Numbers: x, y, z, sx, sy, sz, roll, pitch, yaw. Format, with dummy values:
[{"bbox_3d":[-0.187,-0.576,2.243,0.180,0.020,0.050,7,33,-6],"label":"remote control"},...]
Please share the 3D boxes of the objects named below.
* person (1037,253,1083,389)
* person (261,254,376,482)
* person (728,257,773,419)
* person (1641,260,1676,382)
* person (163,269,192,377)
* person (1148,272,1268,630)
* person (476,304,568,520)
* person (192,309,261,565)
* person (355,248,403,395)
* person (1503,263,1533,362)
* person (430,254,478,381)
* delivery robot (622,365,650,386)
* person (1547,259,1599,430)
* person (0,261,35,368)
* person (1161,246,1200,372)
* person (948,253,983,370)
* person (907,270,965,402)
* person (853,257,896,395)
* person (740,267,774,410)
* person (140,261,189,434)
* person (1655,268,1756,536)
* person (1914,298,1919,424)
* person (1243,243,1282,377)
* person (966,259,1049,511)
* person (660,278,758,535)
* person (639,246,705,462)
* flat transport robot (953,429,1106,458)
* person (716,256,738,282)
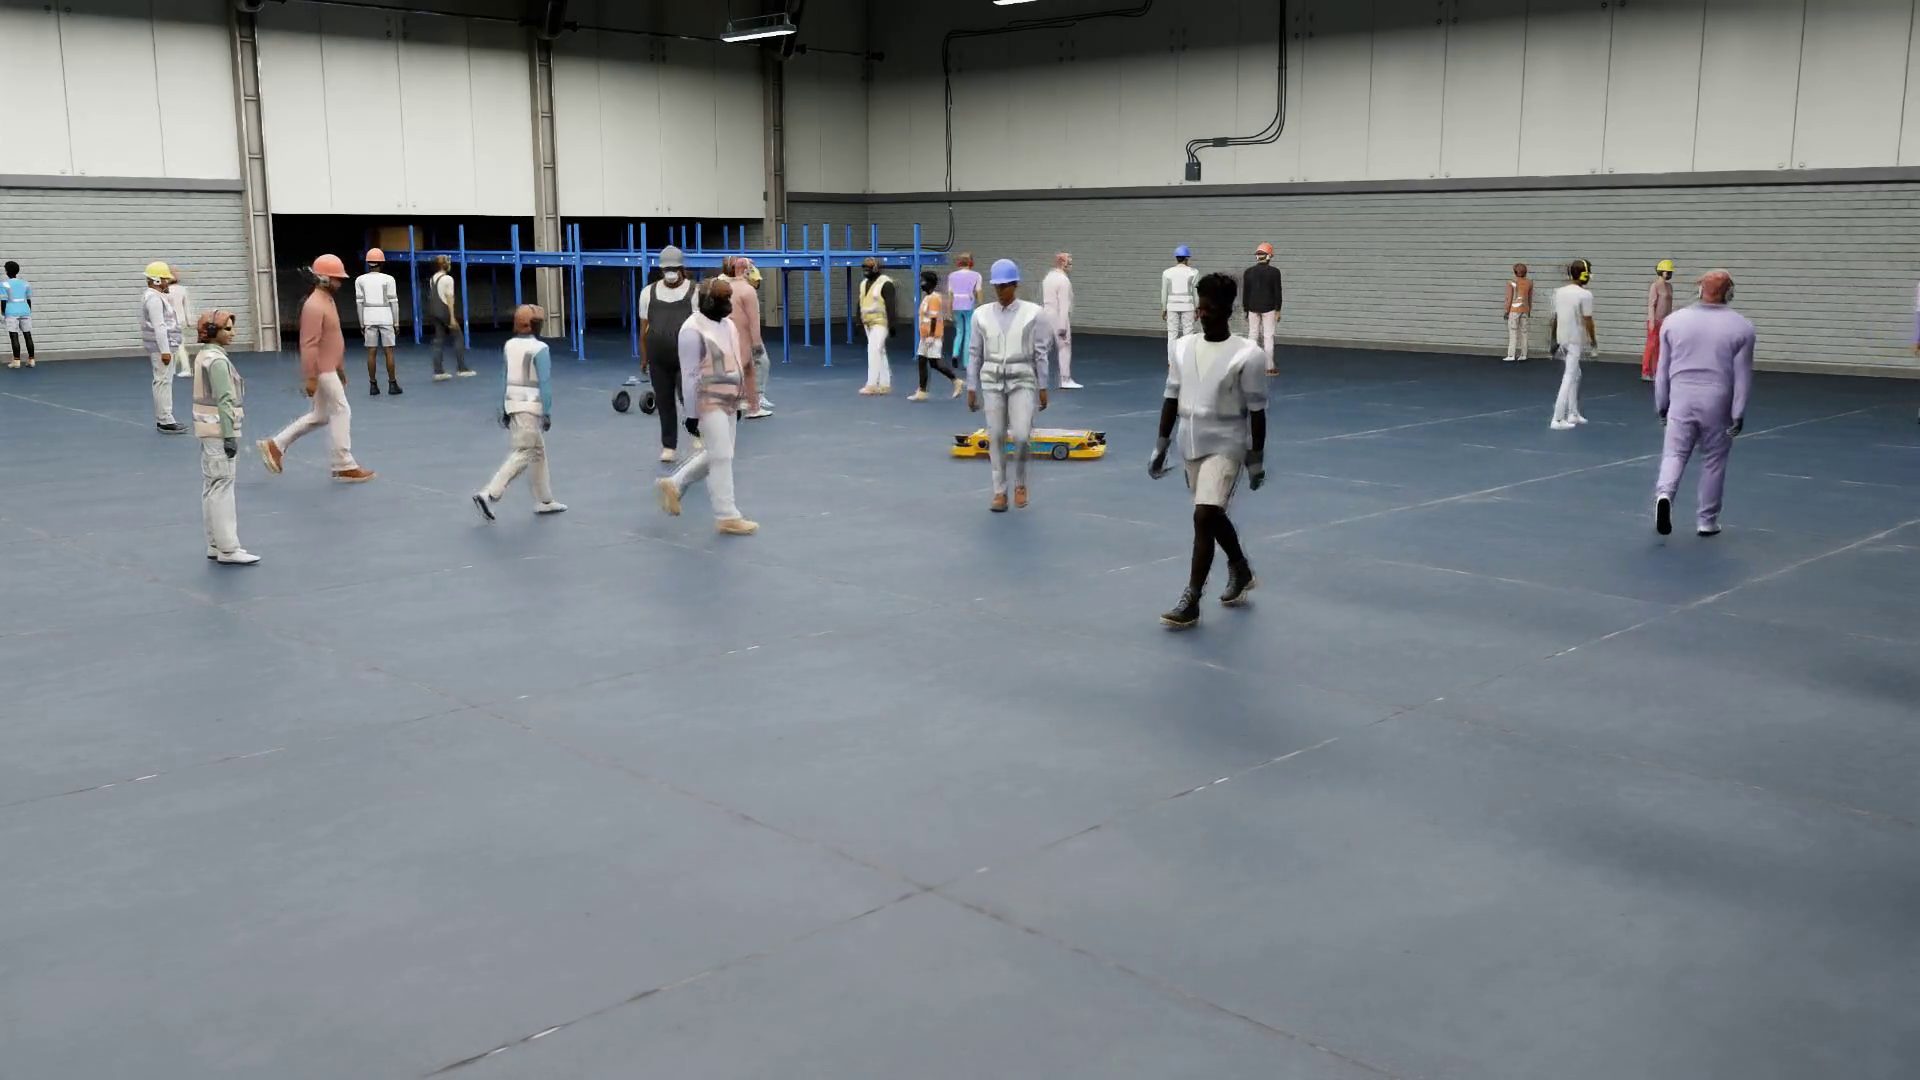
[{"bbox_3d":[1.286,-3.026,23.055,0.872,1.869,0.706,-5,11,-23],"label":"person"},{"bbox_3d":[-5.560,-1.468,14.273,0.842,1.956,0.586,-3,11,-17],"label":"person"},{"bbox_3d":[-2.573,-2.294,19.029,0.908,1.868,0.659,-7,12,-32],"label":"person"},{"bbox_3d":[10.171,-3.180,24.148,0.518,1.757,0.338,-8,13,-38],"label":"person"},{"bbox_3d":[-11.855,-3.255,24.938,0.796,1.596,0.518,5,11,24],"label":"person"},{"bbox_3d":[1.422,-0.525,9.241,1.007,1.923,0.607,-9,14,-41],"label":"person"},{"bbox_3d":[-3.303,-0.957,12.441,0.523,1.607,0.778,10,14,42],"label":"person"},{"bbox_3d":[-4.788,-0.667,10.766,0.315,1.636,0.515,-7,13,-34],"label":"person"},{"bbox_3d":[-7.763,-2.920,22.229,0.544,1.939,0.355,-1,10,-3],"label":"person"},{"bbox_3d":[9.389,-3.823,27.969,0.510,1.640,0.308,-4,11,-18],"label":"person"},{"bbox_3d":[-7.460,-3.270,24.452,0.548,1.821,0.740,8,13,36],"label":"person"},{"bbox_3d":[-3.807,-2.003,20.156,0.335,0.223,0.698,6,12,28],"label":"delivery robot"},{"bbox_3d":[6.800,-2.142,18.260,0.741,1.838,0.553,-4,11,-20],"label":"person"},{"bbox_3d":[-15.097,-3.603,26.614,0.319,1.696,0.532,5,12,27],"label":"person"},{"bbox_3d":[3.440,-3.598,25.913,0.605,1.943,0.402,3,11,16],"label":"person"},{"bbox_3d":[0.095,-3.600,26.206,0.560,1.836,0.429,5,11,25],"label":"person"},{"bbox_3d":[-0.314,-2.601,21.211,0.660,1.675,0.539,-3,11,-18],"label":"person"},{"bbox_3d":[-1.199,-2.831,22.090,0.767,1.813,0.629,-8,13,-35],"label":"person"},{"bbox_3d":[-2.490,-2.448,20.229,0.535,1.729,0.498,3,11,17],"label":"person"},{"bbox_3d":[-8.580,-2.075,17.916,0.404,1.831,0.588,-6,12,-30],"label":"person"},{"bbox_3d":[5.167,-0.946,11.621,0.647,1.889,0.762,8,13,36],"label":"person"},{"bbox_3d":[10.765,-2.206,18.121,0.443,2.028,0.609,-8,13,-36],"label":"person"},{"bbox_3d":[4.571,-3.473,25.120,0.611,1.985,0.393,6,12,30],"label":"person"},{"bbox_3d":[0.353,-1.179,12.753,0.638,1.926,0.460,3,11,13],"label":"person"},{"bbox_3d":[-1.837,-0.961,11.897,0.765,1.817,0.659,3,11,18],"label":"person"},{"bbox_3d":[-2.693,-1.739,15.626,0.685,2.000,0.552,1,10,6],"label":"person"},{"bbox_3d":[0.686,-0.949,16.150,1.431,0.197,0.652,2,10,8],"label":"flat transport robot"},{"bbox_3d":[-3.087,-2.902,22.436,0.430,1.835,0.619,2,11,13],"label":"person"}]
